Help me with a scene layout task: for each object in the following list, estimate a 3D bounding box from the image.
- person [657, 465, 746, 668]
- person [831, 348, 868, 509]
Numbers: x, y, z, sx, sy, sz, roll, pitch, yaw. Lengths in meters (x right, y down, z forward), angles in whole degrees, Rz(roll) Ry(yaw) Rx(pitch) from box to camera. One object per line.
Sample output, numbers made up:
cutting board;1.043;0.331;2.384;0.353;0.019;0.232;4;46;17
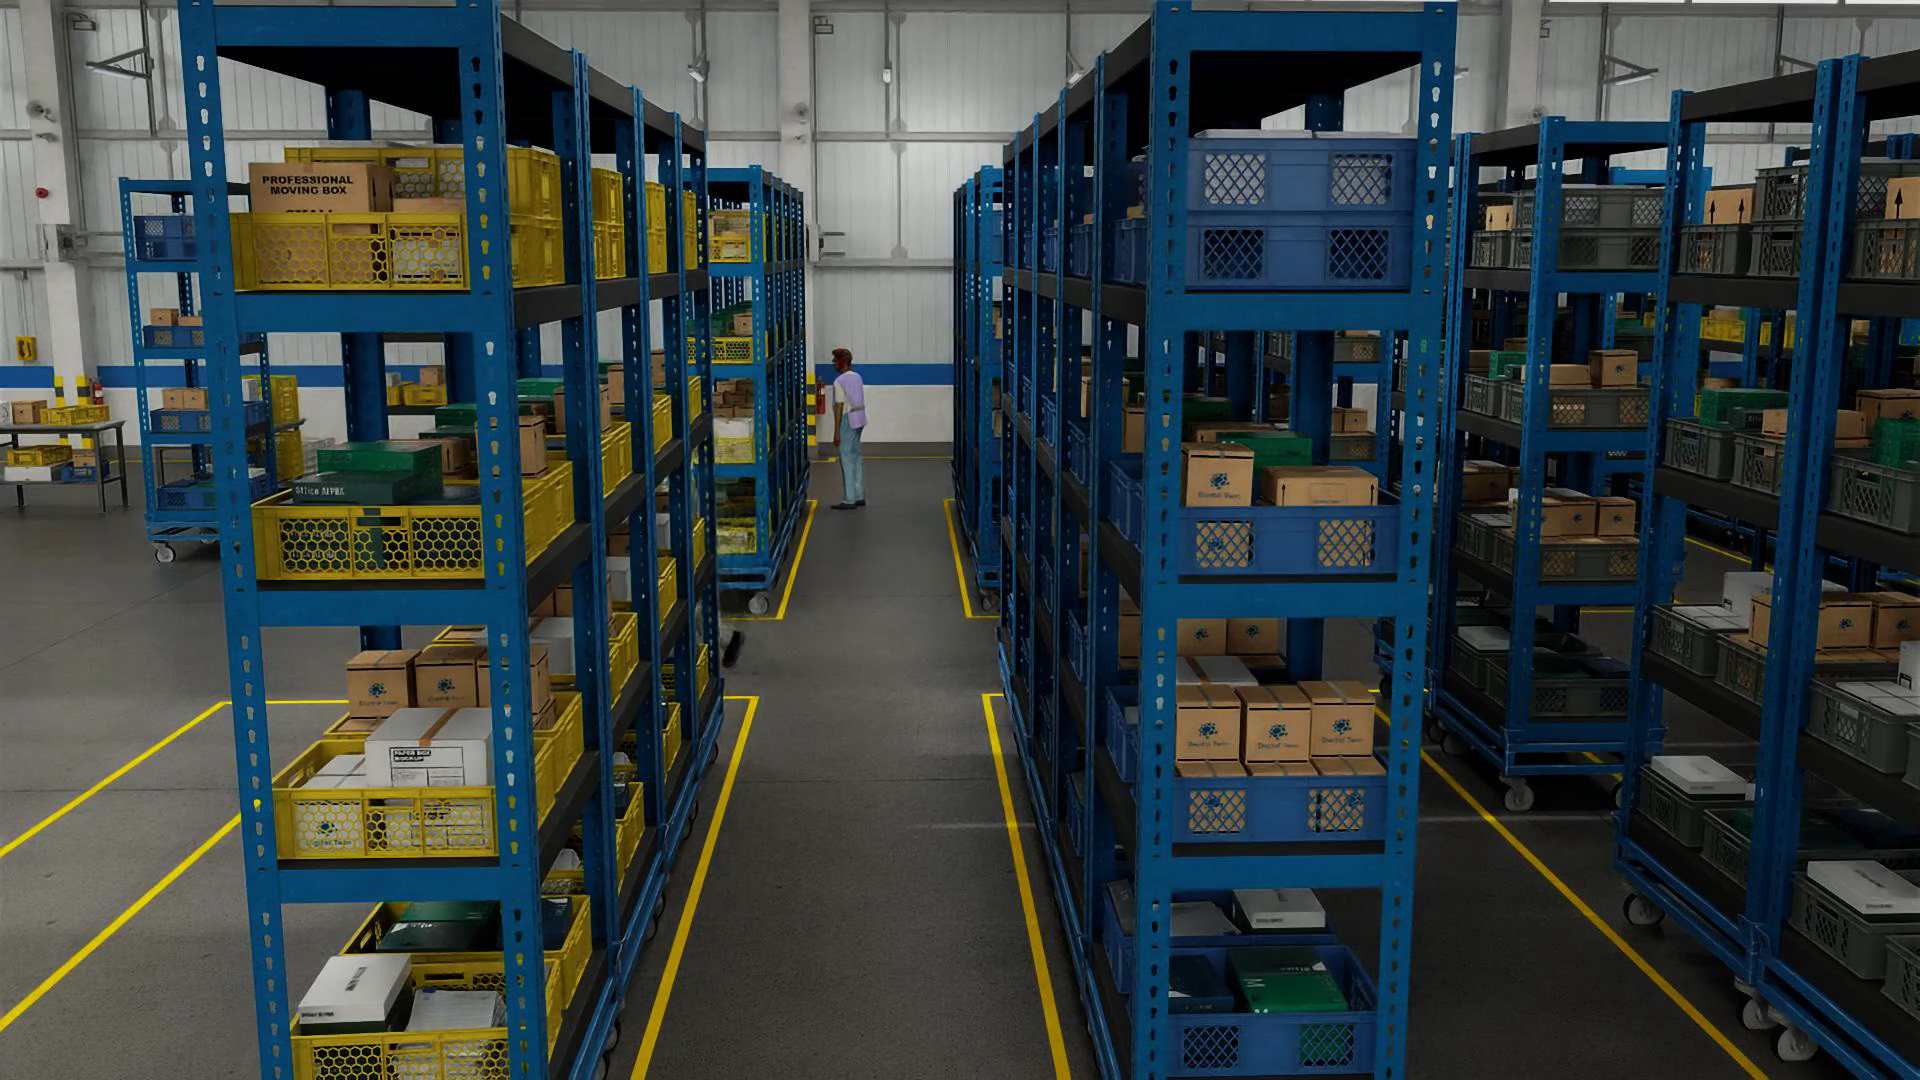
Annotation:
person;-1.897;0.066;11.494;0.711;1.804;0.594;-2;10;-10
person;-1.260;-1.269;18.985;0.383;1.839;0.575;4;11;21
